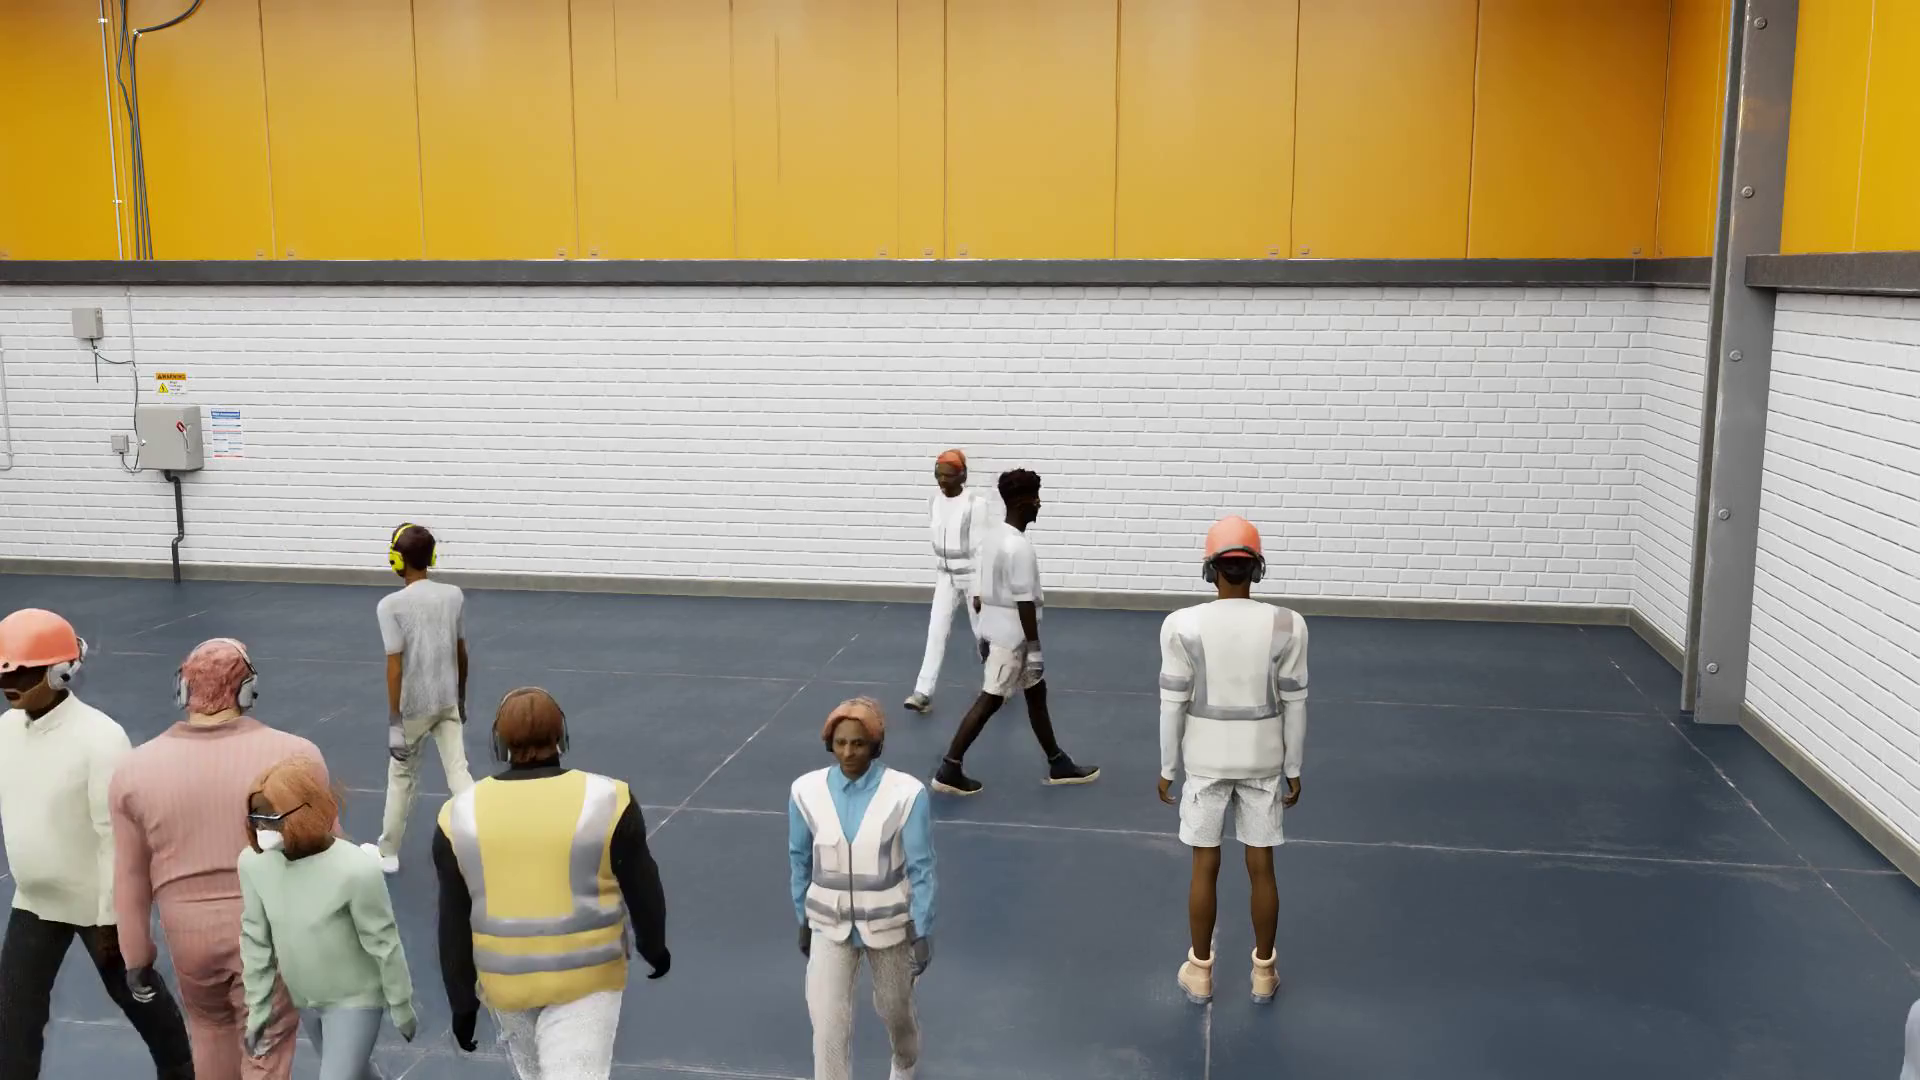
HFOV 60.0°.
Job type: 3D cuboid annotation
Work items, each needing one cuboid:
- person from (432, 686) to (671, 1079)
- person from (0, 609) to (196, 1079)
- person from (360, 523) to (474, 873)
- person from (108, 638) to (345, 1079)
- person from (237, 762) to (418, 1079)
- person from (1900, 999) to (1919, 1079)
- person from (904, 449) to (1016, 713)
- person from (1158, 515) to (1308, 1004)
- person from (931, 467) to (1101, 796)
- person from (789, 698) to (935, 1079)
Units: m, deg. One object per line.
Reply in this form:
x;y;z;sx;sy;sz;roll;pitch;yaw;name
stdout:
-1.245;1.332;5.106;0.632;1.788;1.018;1;9;3;person
-2.983;1.183;5.519;0.637;1.940;1.014;4;10;21;person
-2.617;0.815;8.167;1.006;1.817;0.556;7;12;37;person
-2.327;1.231;5.410;0.658;1.872;0.717;-1;9;-9;person
-1.944;1.437;5.007;0.498;1.581;0.792;4;10;25;person
2.365;1.622;3.799;0.521;1.594;0.814;8;12;41;person
0.004;0.275;11.449;0.621;1.828;1.014;8;12;41;person
1.118;0.911;6.886;0.605;2.038;0.387;0;9;3;person
0.300;0.532;9.603;1.029;1.916;0.611;-2;9;-11;person
-0.325;1.312;5.749;0.521;1.609;0.811;2;9;9;person
